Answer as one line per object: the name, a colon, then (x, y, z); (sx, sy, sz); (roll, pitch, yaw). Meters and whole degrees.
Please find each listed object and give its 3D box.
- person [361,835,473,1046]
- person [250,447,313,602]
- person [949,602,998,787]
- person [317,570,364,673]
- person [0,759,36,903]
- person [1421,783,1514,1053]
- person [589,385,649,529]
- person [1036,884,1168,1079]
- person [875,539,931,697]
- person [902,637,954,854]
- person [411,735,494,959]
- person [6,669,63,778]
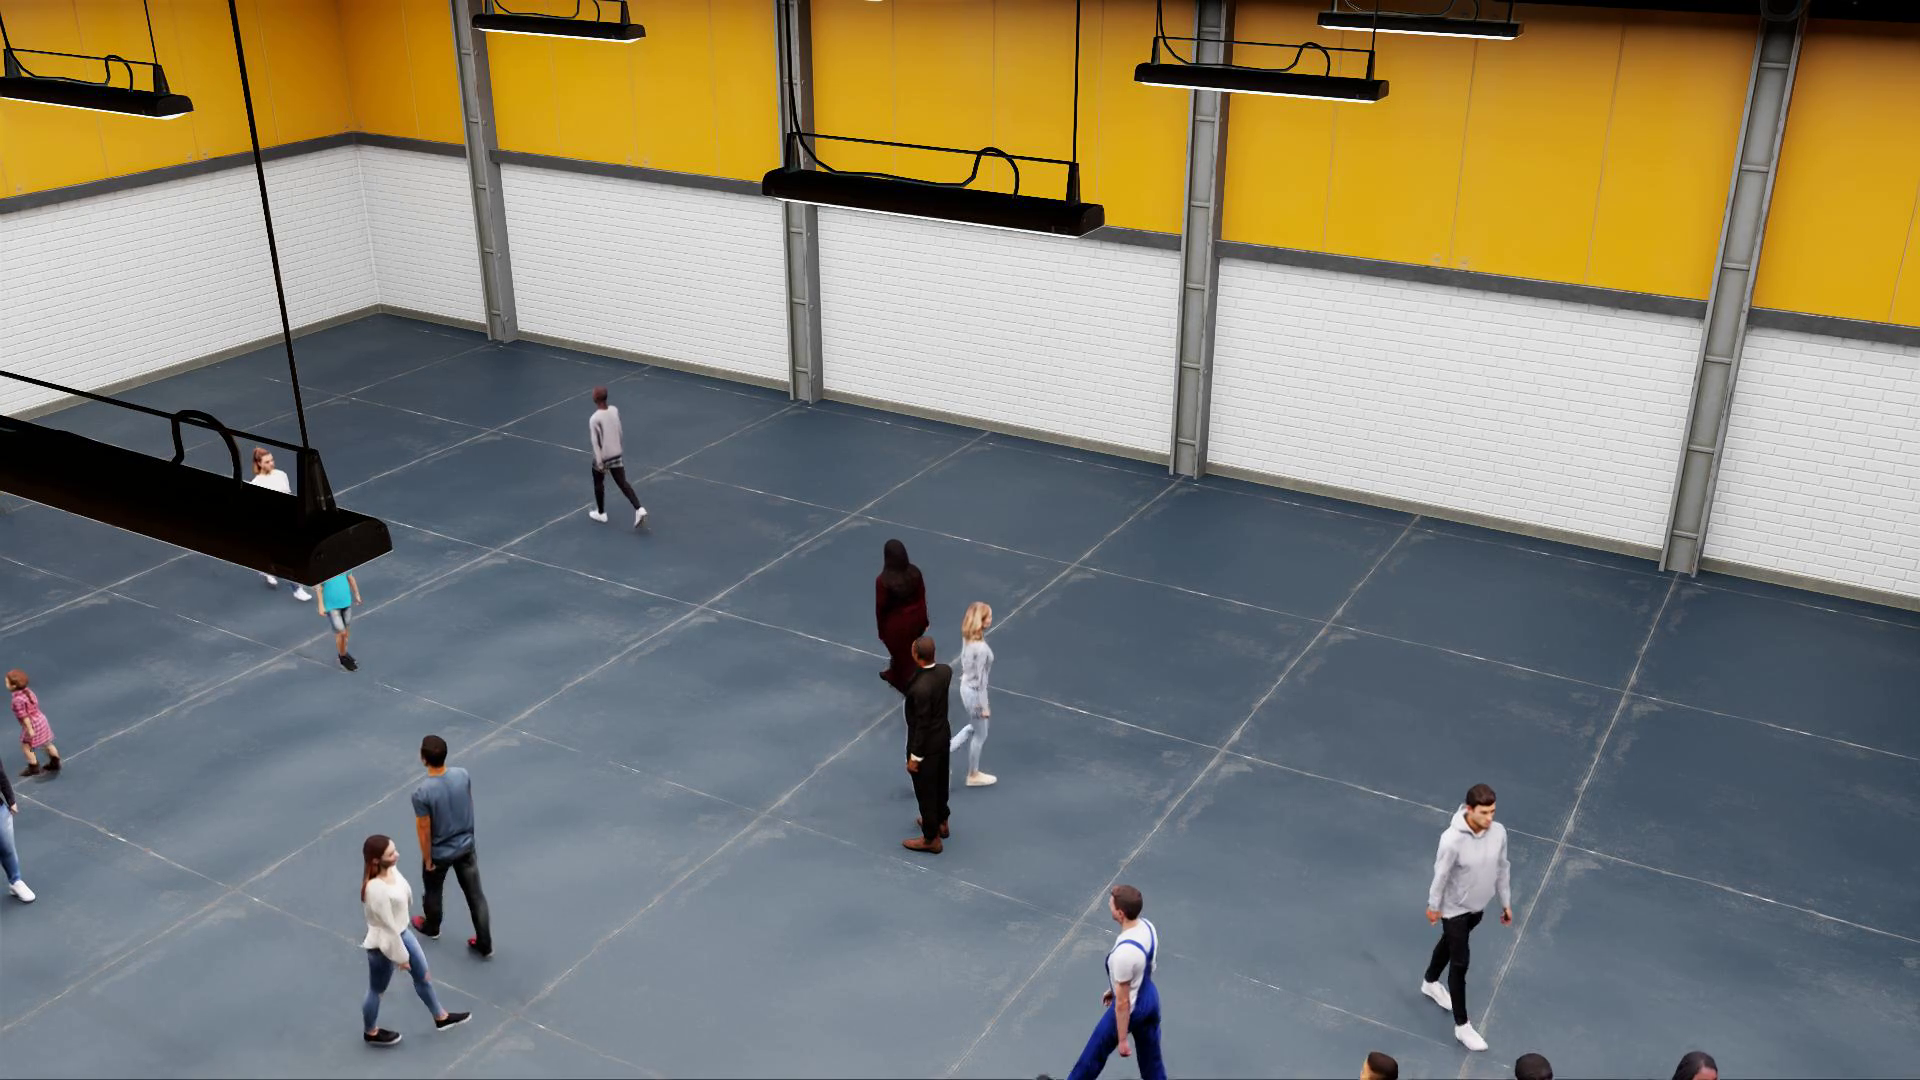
person: (-3.957, 2.735, 11.264); (1.079, 1.660, 0.960); (-2, 24, -4)
person: (-7.400, -0.188, 17.913); (1.055, 1.691, 0.618); (13, 27, 27)
person: (0.038, 1.361, 14.257); (0.940, 1.781, 0.871); (-5, 24, -12)
person: (-6.214, 0.579, 16.470); (0.614, 1.441, 0.548); (14, 27, 29)
person: (-7.491, 2.115, 12.723); (0.612, 1.628, 0.666); (19, 30, 37)
person: (3.434, 2.473, 11.568); (1.022, 1.896, 1.164); (-12, 26, -25)
person: (-4.072, -0.959, 19.611); (1.187, 1.742, 0.756); (18, 29, 35)
person: (1.168, 3.017, 10.438); (1.176, 1.805, 0.688); (15, 28, 30)
person: (-0.465, 0.872, 15.482); (0.908, 1.695, 1.207); (-20, 30, -38)
person: (-0.246, 1.638, 13.471); (0.627, 1.903, 0.709); (11, 26, 24)
person: (-3.671, 2.278, 12.156); (1.057, 1.784, 0.786); (21, 31, 39)
person: (-8.142, 1.617, 14.644); (0.631, 1.002, 0.562); (-3, 24, -6)
